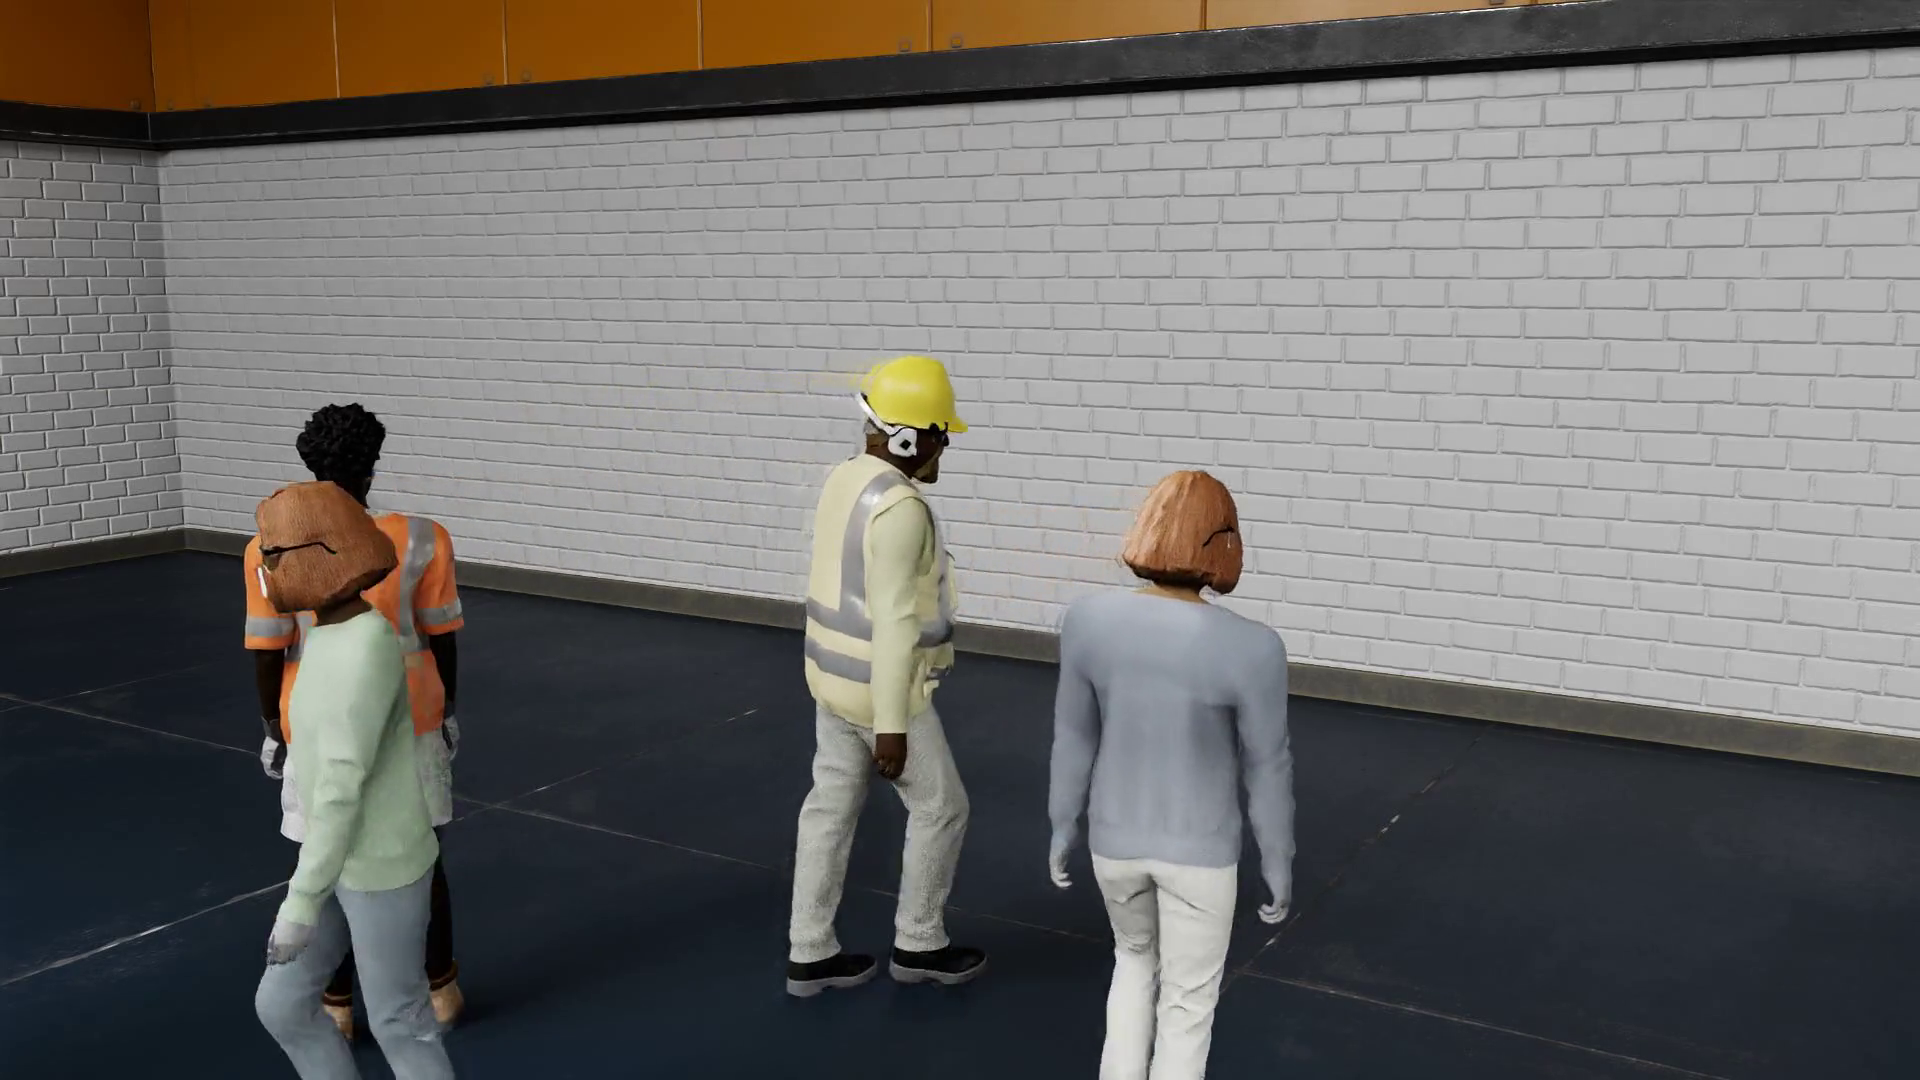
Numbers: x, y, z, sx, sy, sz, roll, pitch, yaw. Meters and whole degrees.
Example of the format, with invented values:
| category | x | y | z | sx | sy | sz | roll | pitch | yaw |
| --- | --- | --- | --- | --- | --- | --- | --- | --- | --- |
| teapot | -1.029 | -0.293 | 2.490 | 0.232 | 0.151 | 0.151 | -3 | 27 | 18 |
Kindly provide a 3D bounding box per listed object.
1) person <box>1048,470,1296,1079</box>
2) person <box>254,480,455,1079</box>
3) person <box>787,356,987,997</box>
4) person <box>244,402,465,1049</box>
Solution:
| category | x | y | z | sx | sy | sz | roll | pitch | yaw |
| --- | --- | --- | --- | --- | --- | --- | --- | --- | --- |
| person | 0.454 | 0.657 | 3.526 | 0.533 | 1.617 | 0.402 | 5 | 11 | 30 |
| person | -1.263 | 0.687 | 3.374 | 0.507 | 1.612 | 0.498 | -6 | 11 | -32 |
| person | -0.179 | 0.391 | 4.618 | 0.698 | 1.792 | 0.722 | -4 | 10 | -24 |
| person | -1.559 | 0.492 | 4.339 | 0.536 | 1.690 | 0.323 | -4 | 10 | -22 |
